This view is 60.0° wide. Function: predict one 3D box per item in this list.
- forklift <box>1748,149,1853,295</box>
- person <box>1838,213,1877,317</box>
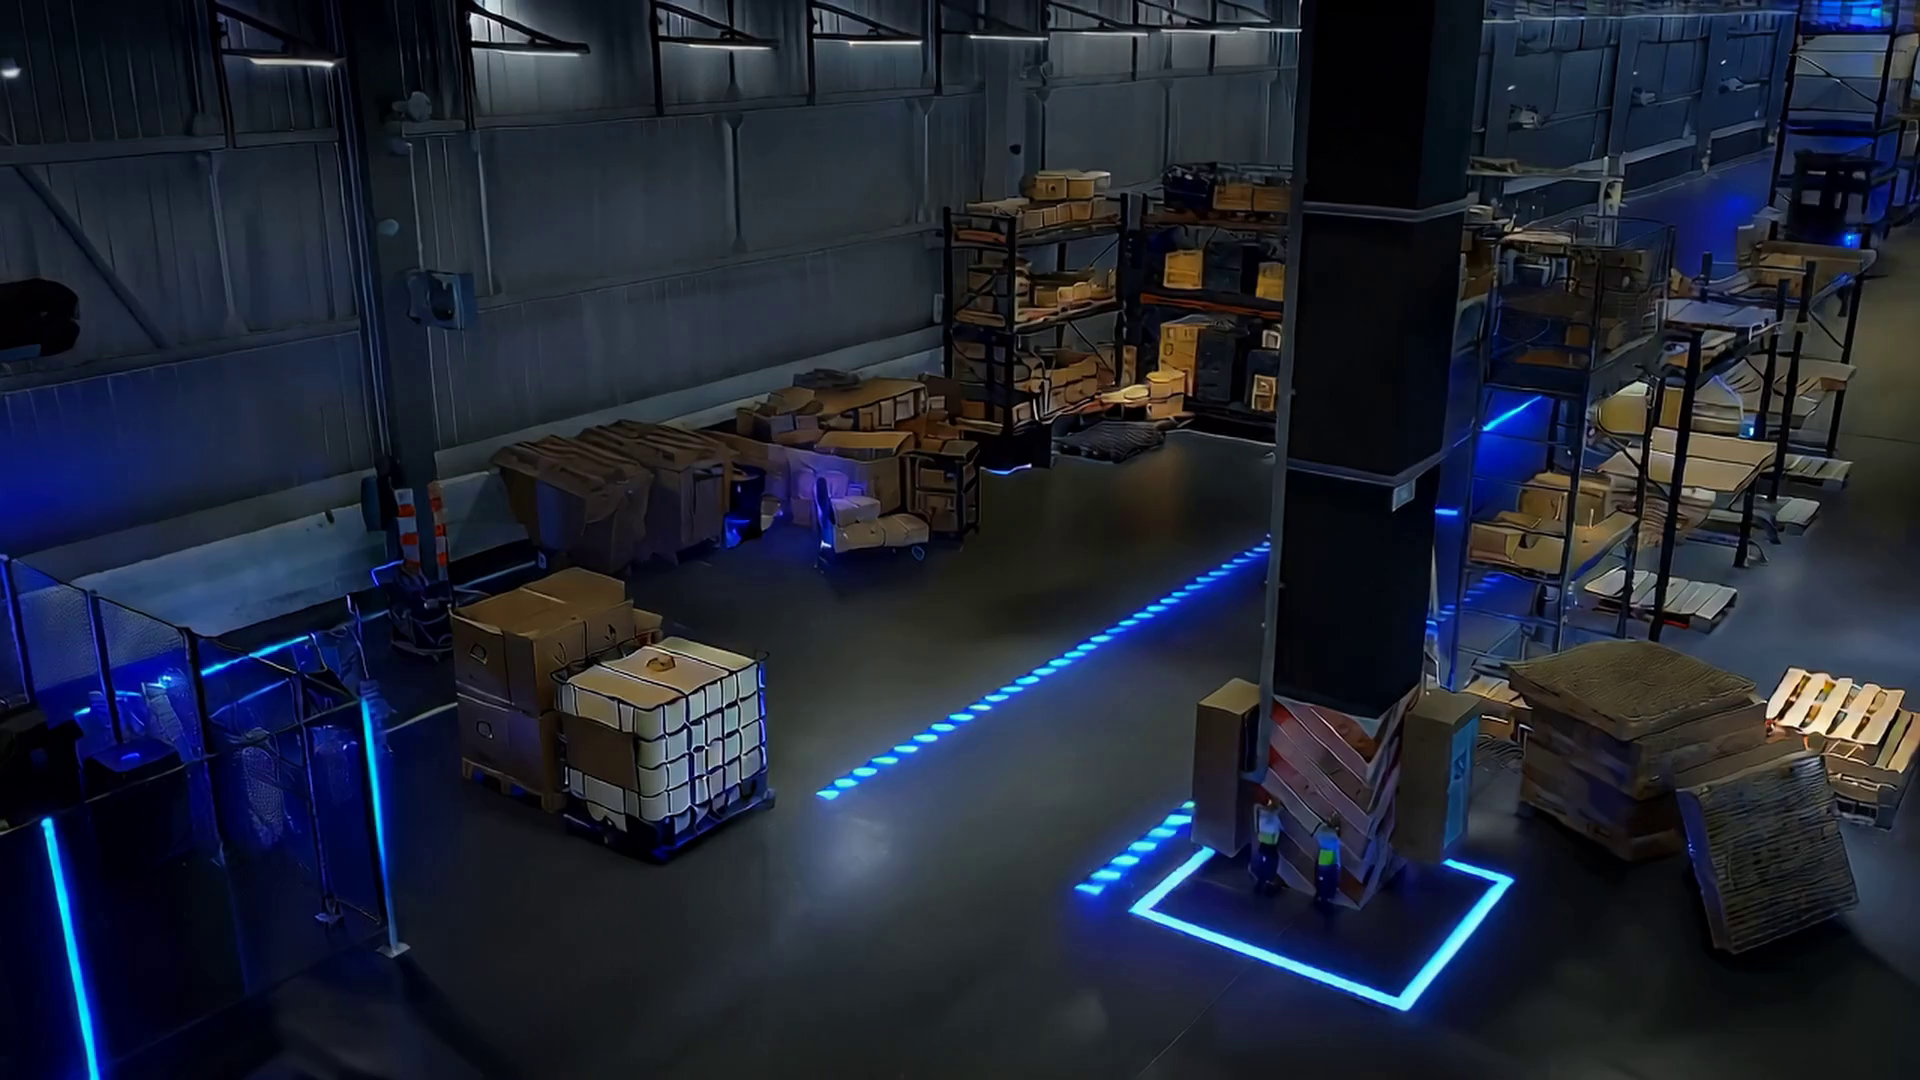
[{"bbox_3d":[16.691,-6.247,32.740,1.873,2.768,1.129,-7,19,-21],"label":"forklift"},{"bbox_3d":[16.561,-5.078,30.721,0.543,1.903,0.963,11,21,31],"label":"person"}]
